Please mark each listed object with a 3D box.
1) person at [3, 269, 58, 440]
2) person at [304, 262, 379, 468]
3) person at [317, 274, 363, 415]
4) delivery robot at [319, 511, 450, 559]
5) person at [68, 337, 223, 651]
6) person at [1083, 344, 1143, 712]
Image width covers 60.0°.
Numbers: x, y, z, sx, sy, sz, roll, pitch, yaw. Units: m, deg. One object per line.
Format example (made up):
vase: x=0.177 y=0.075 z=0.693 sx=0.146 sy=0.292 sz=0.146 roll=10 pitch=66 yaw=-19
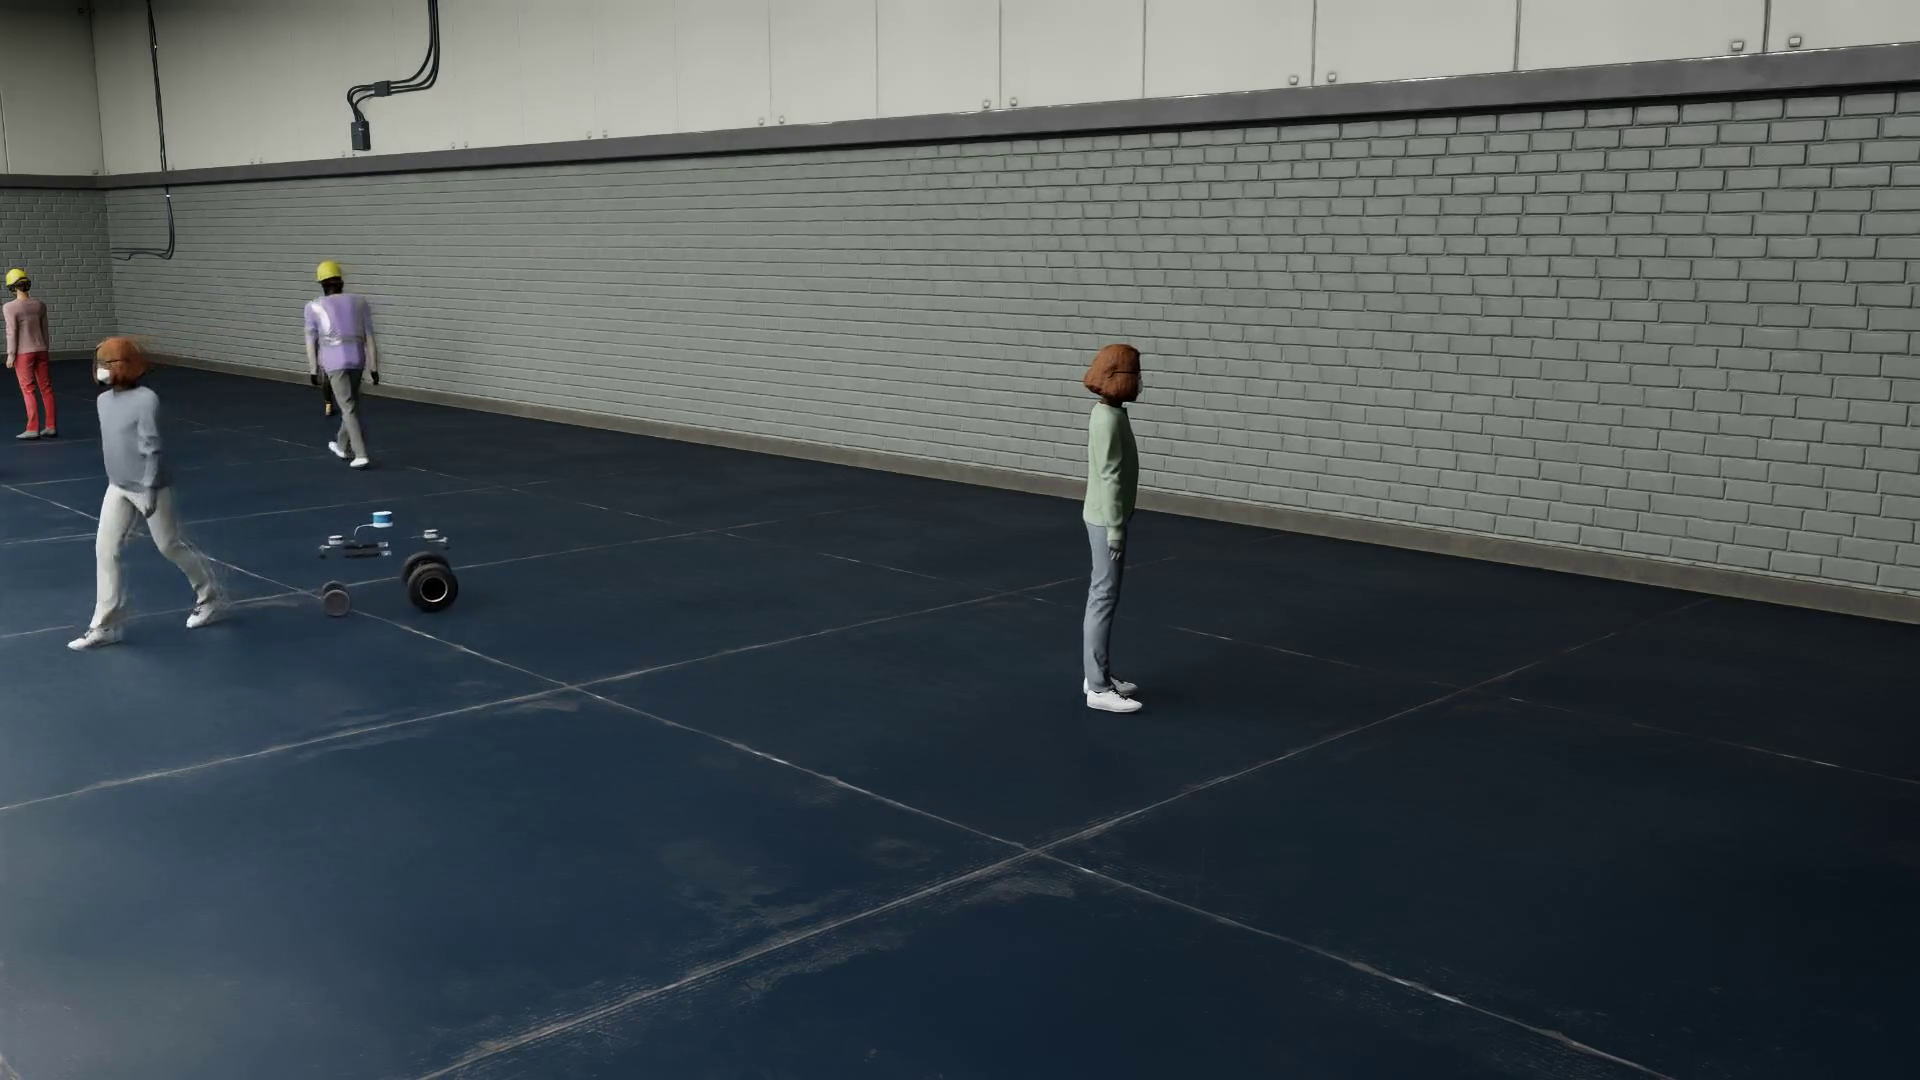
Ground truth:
person: x=-9.726 y=-1.933 z=17.345 sx=0.337 sy=1.759 sz=0.524 roll=3 pitch=11 yaw=17
person: x=-5.704 y=-1.615 z=15.318 sx=0.592 sy=1.860 sz=1.001 roll=-10 pitch=14 yaw=-43
person: x=-7.352 y=-2.325 z=19.634 sx=0.540 sy=1.698 sz=0.317 roll=1 pitch=10 yaw=7
delivery robot: x=-3.284 y=-0.045 z=9.479 sx=0.699 sy=0.223 sz=0.335 roll=-4 pitch=11 yaw=-22
person: x=-4.298 y=-0.274 z=8.757 sx=0.514 sy=1.600 sz=0.833 roll=5 pitch=12 yaw=26
person: x=0.687 y=-0.062 z=7.479 sx=0.281 sy=1.632 sz=0.505 roll=1 pitch=10 yaw=3
